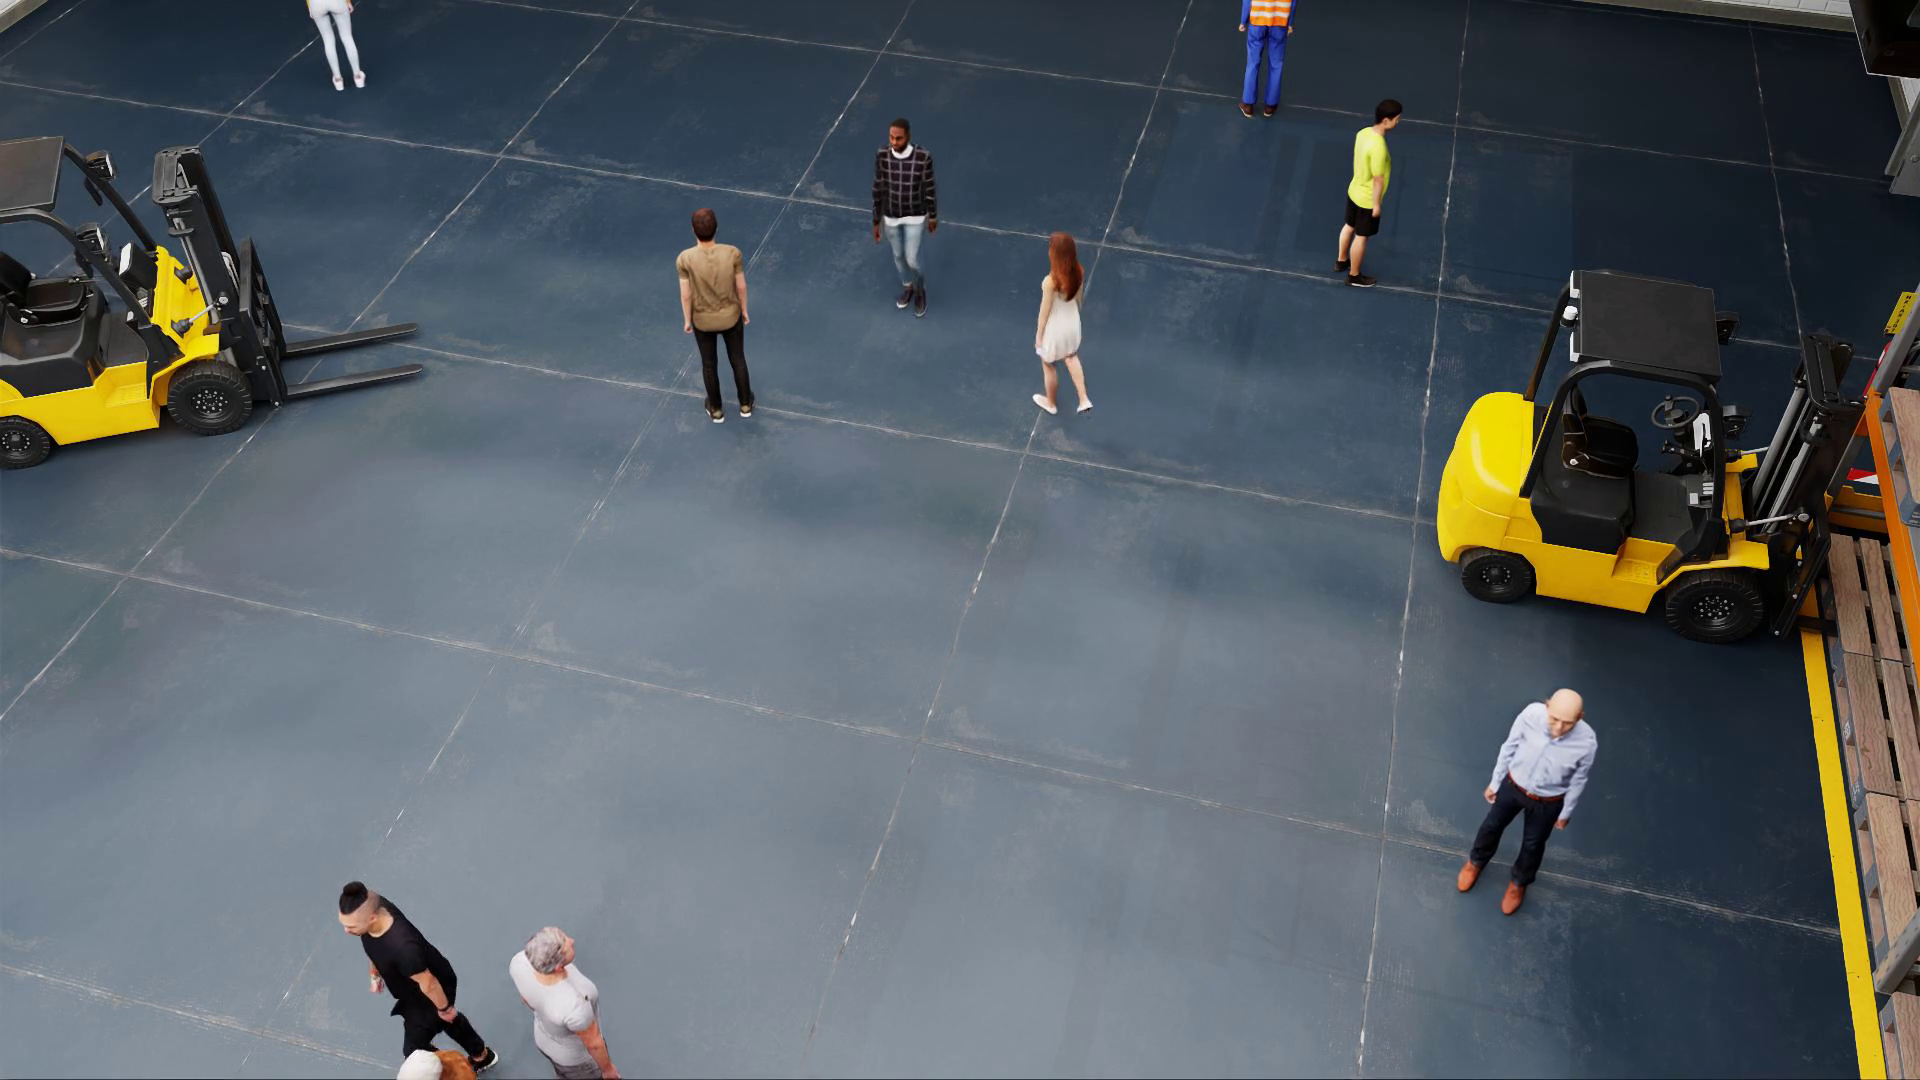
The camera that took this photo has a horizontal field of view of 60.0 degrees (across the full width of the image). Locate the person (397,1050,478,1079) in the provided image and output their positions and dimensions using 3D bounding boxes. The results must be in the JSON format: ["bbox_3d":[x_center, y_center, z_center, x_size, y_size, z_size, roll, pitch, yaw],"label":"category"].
[{"bbox_3d":[-2.339,2.873,8.098,0.756,1.619,0.737,31,52,28],"label":"person"}]

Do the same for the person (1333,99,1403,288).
[{"bbox_3d":[3.457,-2.961,14.160,0.759,1.705,0.629,-9,44,-9],"label":"person"}]

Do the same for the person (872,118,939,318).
[{"bbox_3d":[-0.429,-2.760,13.879,0.669,1.801,0.672,10,45,10],"label":"person"}]

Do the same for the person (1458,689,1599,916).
[{"bbox_3d":[3.253,1.444,9.478,0.712,1.786,0.686,26,50,25],"label":"person"}]

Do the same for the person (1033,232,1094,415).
[{"bbox_3d":[0.824,-1.595,12.728,0.866,1.701,0.890,-28,50,-26],"label":"person"}]

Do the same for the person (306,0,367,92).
[{"bbox_3d":[-6.319,-5.354,16.641,0.664,1.748,0.679,-10,45,-11],"label":"person"}]

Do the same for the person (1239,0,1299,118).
[{"bbox_3d":[3.003,-5.031,16.219,0.716,1.861,0.651,5,44,5],"label":"person"}]

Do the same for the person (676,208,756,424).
[{"bbox_3d":[-1.869,-1.713,12.745,0.749,1.851,0.741,-10,45,-10],"label":"person"}]

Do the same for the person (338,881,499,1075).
[{"bbox_3d":[-2.716,2.249,8.592,0.936,1.842,0.888,-33,53,-30],"label":"person"}]

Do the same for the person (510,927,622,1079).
[{"bbox_3d":[-1.952,2.510,8.327,0.766,1.828,0.713,30,51,28],"label":"person"}]
